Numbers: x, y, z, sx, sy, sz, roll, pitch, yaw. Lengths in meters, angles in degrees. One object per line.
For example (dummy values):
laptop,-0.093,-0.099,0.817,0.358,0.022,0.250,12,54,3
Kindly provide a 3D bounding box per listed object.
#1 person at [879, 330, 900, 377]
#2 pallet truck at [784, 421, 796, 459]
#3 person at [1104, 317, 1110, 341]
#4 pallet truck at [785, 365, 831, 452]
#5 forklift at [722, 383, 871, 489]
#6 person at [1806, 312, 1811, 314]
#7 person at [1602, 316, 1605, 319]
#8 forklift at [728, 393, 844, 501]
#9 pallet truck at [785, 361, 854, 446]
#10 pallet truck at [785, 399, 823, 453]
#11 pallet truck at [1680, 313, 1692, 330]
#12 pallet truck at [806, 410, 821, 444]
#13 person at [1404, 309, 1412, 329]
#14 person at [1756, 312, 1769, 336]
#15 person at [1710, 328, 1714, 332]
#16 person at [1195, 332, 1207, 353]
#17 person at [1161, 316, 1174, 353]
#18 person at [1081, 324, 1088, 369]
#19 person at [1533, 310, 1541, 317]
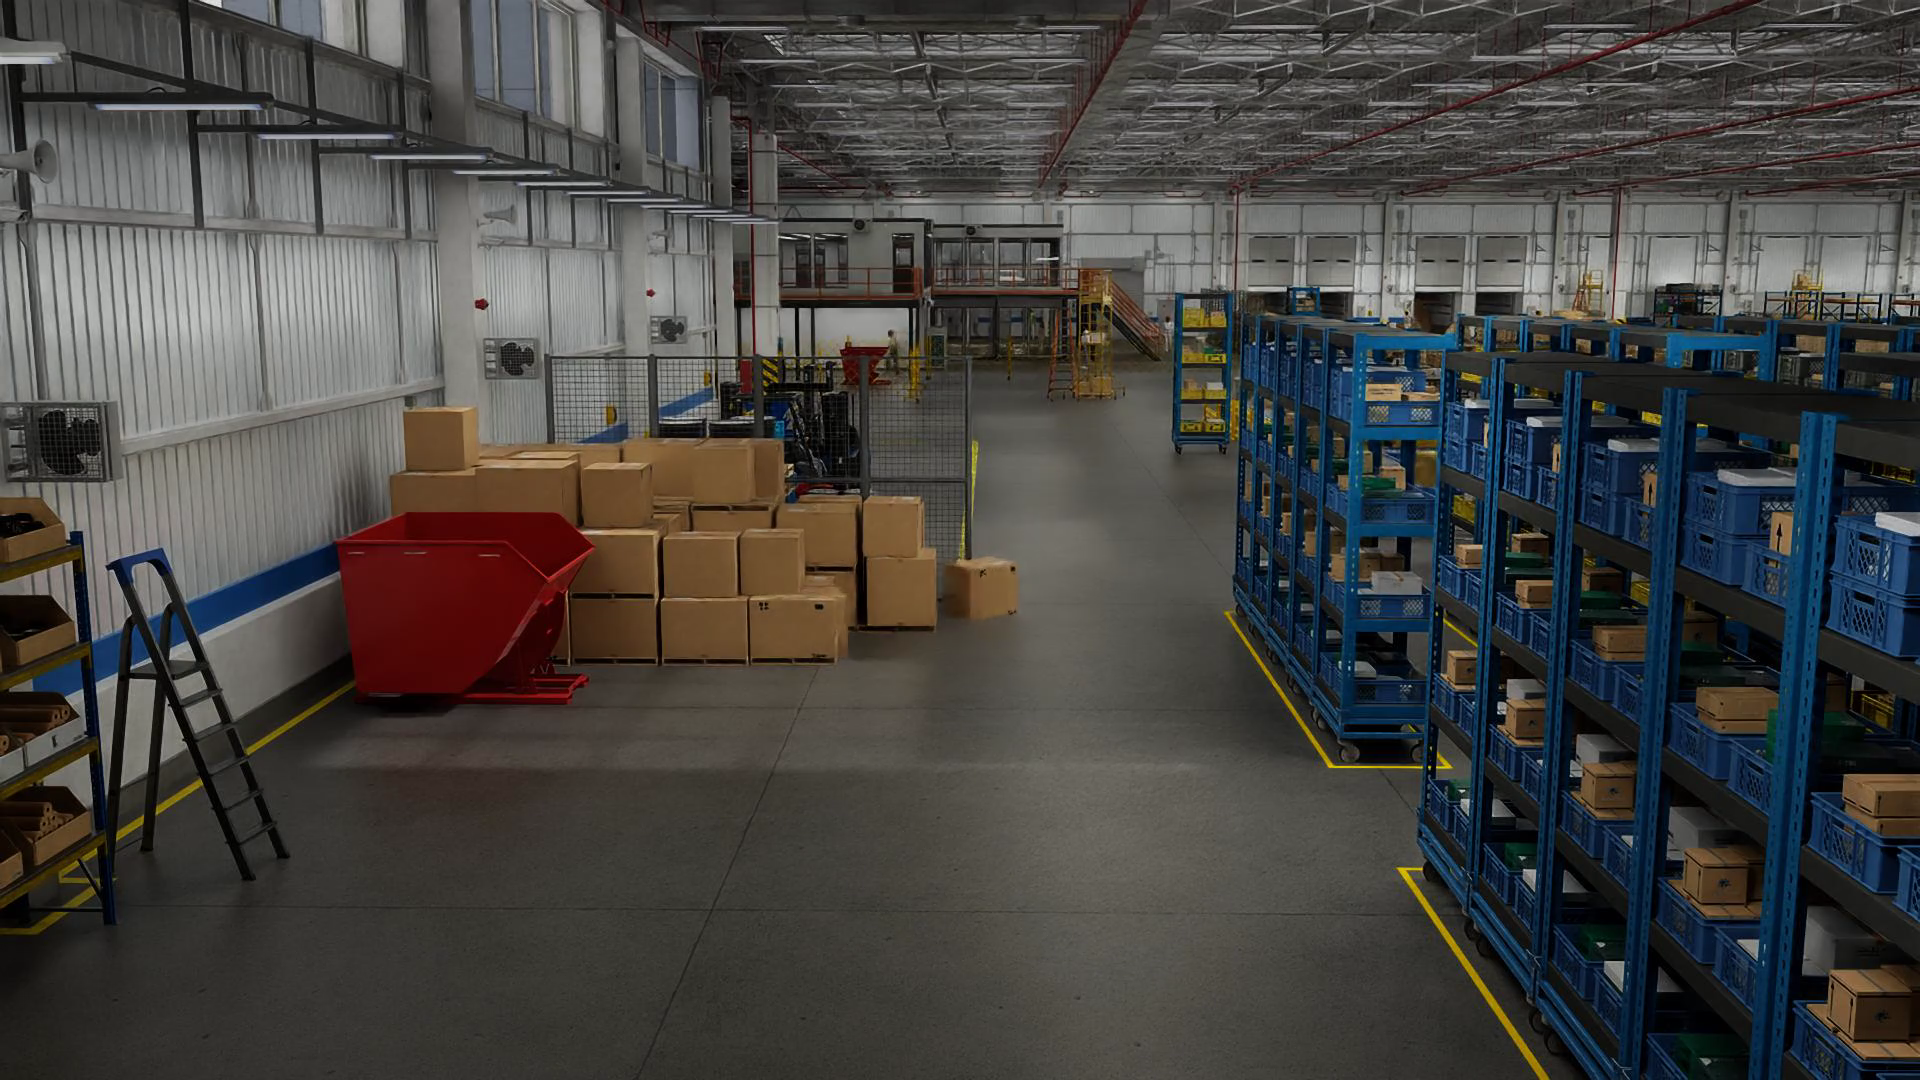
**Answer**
person,-2.735,-7.208,64.309,0.886,1.805,0.506,2,9,12
pallet truck,-4.013,-1.793,32.705,1.601,1.201,0.680,0,9,1
person,8.650,-12.649,97.500,0.466,1.931,0.632,-1,9,-3
pallet truck,-3.774,-2.976,37.635,1.885,1.965,0.823,1,9,5
forklift,-2.893,-1.687,28.729,2.680,1.987,1.157,0,9,-1
person,44.870,-11.131,88.157,0.366,1.932,0.629,2,9,13
person,36.143,-11.856,92.947,0.507,1.822,0.662,7,12,38
forklift,-2.979,-1.316,26.476,2.680,1.987,1.157,0,9,1
pallet truck,-3.410,-3.193,38.978,1.885,1.965,0.823,0,9,-1
pallet truck,-3.814,-2.432,36.419,1.630,1.274,0.653,0,9,1
pallet truck,36.315,-10.531,84.244,0.823,1.965,1.885,-6,11,-33
pallet truck,-3.559,-2.018,33.905,1.522,1.261,0.704,0,9,-1
person,25.376,-12.142,94.436,0.589,1.918,0.393,-7,12,-37
person,40.979,-10.634,84.744,0.702,2.000,1.036,-1,9,-5
person,31.859,-8.232,70.397,0.562,1.894,0.982,4,10,24
person,11.318,-9.489,78.187,0.600,1.873,0.424,-1,9,-6
person,10.320,-10.226,82.753,0.580,1.869,0.443,2,9,13
person,5.274,-8.156,69.833,0.392,1.919,0.593,1,9,9
person,32.960,-12.196,95.006,0.568,1.848,0.509,6,11,31
